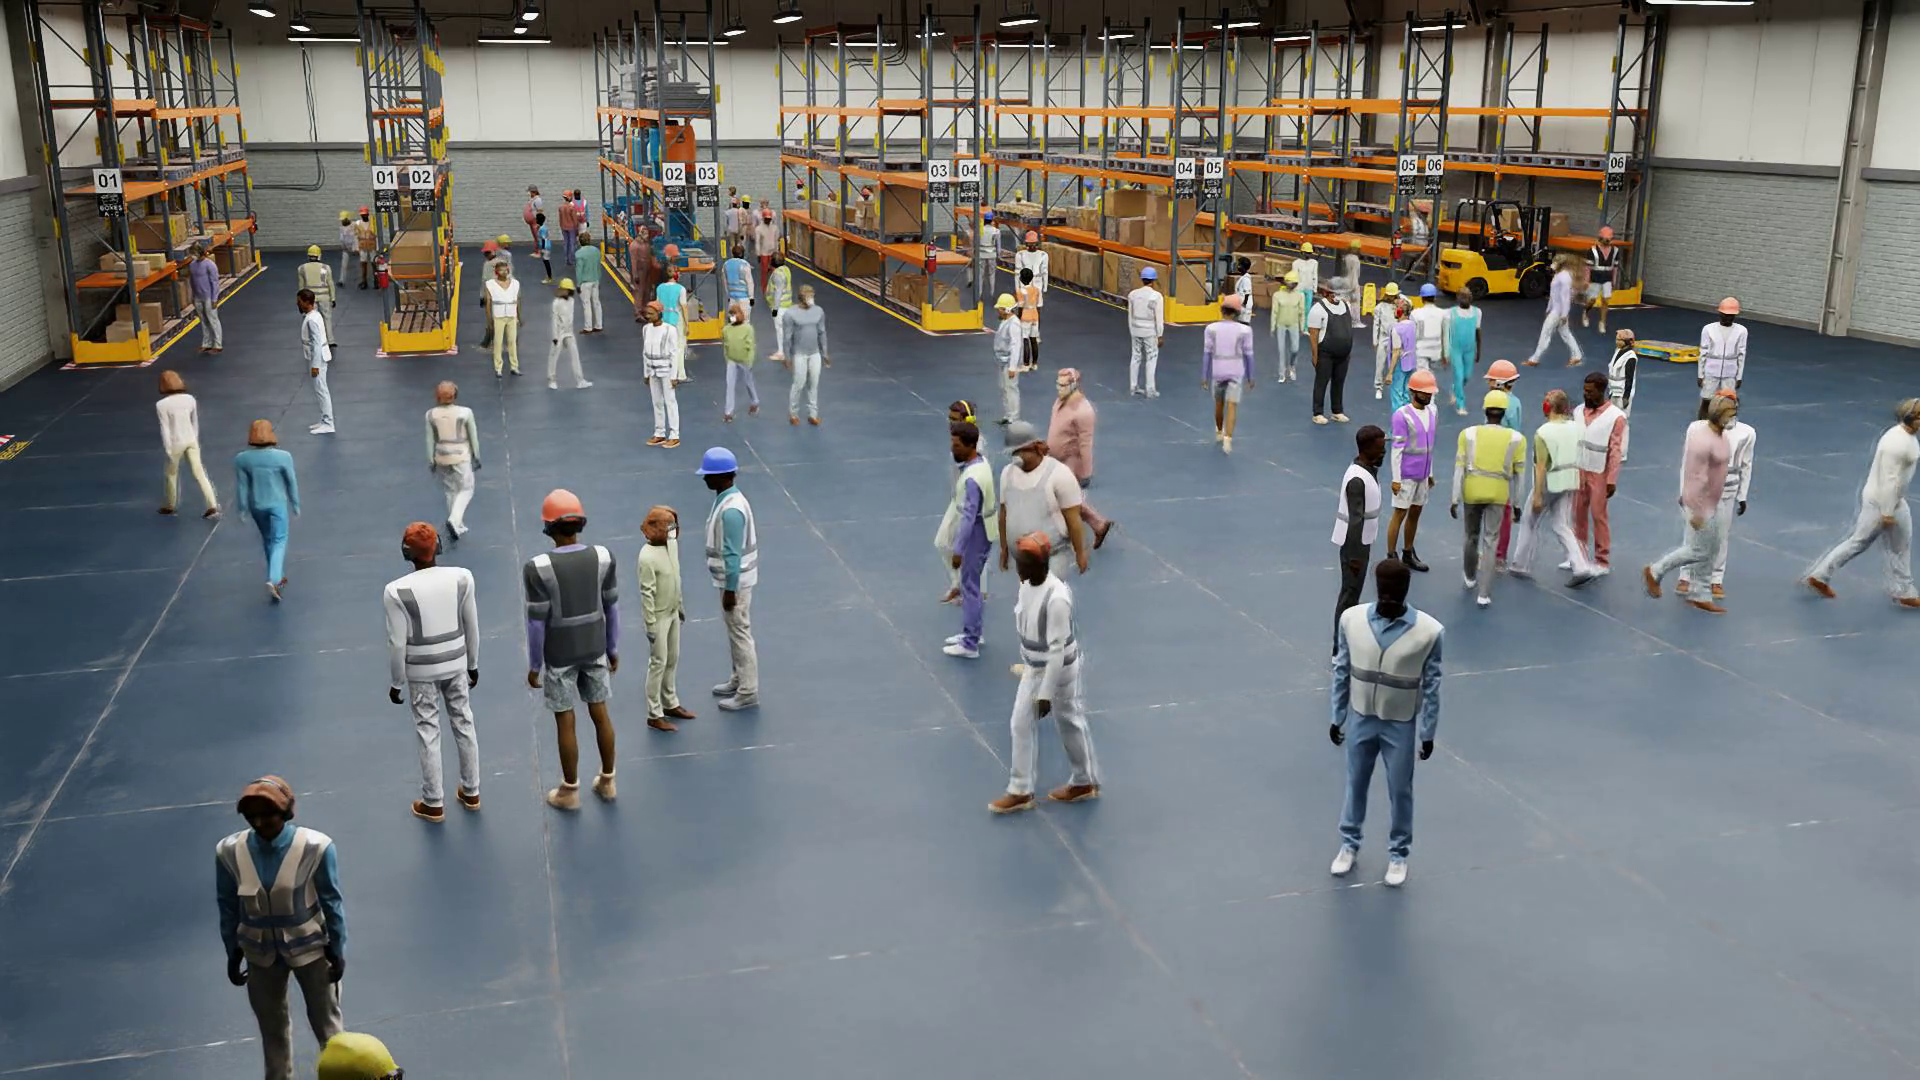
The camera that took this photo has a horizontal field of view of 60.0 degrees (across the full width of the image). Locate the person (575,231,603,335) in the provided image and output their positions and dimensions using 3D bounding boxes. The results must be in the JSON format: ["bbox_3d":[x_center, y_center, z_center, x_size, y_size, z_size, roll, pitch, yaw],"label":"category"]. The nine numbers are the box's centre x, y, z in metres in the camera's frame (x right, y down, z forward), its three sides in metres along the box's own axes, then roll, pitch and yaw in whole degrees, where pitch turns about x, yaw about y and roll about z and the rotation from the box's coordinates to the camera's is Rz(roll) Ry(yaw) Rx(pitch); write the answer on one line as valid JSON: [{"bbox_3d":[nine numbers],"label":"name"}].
[{"bbox_3d":[-7.003,-4.840,31.370,0.365,1.932,0.629,9,17,30],"label":"person"}]

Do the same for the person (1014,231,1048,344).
[{"bbox_3d":[1.292,-4.560,30.092,0.614,2.043,0.374,-1,15,-3],"label":"person"}]

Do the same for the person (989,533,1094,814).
[{"bbox_3d":[0.513,0.823,10.241,0.862,1.824,0.588,-7,17,-25],"label":"person"}]

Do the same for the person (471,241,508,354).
[{"bbox_3d":[-8.204,-4.213,28.949,0.960,1.951,0.653,-14,20,-41],"label":"person"}]

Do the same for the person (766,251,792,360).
[{"bbox_3d":[-3.088,-3.993,28.341,0.429,1.846,0.626,2,15,6],"label":"person"}]

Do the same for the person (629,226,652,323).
[{"bbox_3d":[-6.310,-5.289,33.127,0.401,1.896,0.650,5,16,19],"label":"person"}]

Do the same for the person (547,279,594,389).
[{"bbox_3d":[-6.049,-3.150,25.469,0.751,1.689,0.511,8,17,27],"label":"person"}]

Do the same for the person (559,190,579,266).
[{"bbox_3d":[-10.347,-8.260,44.108,0.612,1.995,0.381,9,17,30],"label":"person"}]

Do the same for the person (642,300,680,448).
[{"bbox_3d":[-3.813,-2.117,21.224,0.583,1.878,0.343,10,18,33],"label":"person"}]

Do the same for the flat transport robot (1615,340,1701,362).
[{"bbox_3d":[12.081,-3.264,28.612,0.652,0.197,1.431,-8,17,-29],"label":"flat transport robot"}]

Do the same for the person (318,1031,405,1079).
[{"bbox_3d":[-1.666,2.265,4.963,0.603,1.753,0.373,-10,18,-32],"label":"person"}]

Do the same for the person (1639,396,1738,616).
[{"bbox_3d":[6.347,-0.309,14.338,0.645,1.922,0.634,13,20,41],"label":"person"}]

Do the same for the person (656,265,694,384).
[{"bbox_3d":[-4.476,-3.362,25.960,0.575,1.843,0.375,8,17,29],"label":"person"}]

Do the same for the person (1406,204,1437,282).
[{"bbox_3d":[11.178,-7.157,40.176,0.551,1.882,1.009,-6,16,-21],"label":"person"}]

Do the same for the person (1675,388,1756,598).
[{"bbox_3d":[6.709,-0.416,14.806,0.573,1.883,0.356,5,16,20],"label":"person"}]

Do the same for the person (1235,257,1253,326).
[{"bbox_3d":[4.913,-4.057,28.861,0.320,1.698,0.531,1,15,2],"label":"person"}]

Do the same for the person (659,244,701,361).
[{"bbox_3d":[-4.771,-4.021,28.216,0.908,1.955,0.630,1,15,5],"label":"person"}]

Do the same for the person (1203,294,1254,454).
[{"bbox_3d":[3.399,-2.114,21.027,0.628,1.973,1.018,6,16,22],"label":"person"}]

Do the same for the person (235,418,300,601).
[{"bbox_3d":[-6.175,-0.280,14.833,0.507,1.604,0.776,-1,15,-5],"label":"person"}]

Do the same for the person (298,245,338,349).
[{"bbox_3d":[-11.389,-4.300,29.518,0.600,1.829,0.404,-2,15,-7],"label":"person"}]

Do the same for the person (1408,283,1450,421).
[{"bbox_3d":[6.433,-2.567,22.876,0.585,1.901,0.957,-4,15,-15],"label":"person"}]

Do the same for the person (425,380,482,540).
[{"bbox_3d":[-5.107,-0.787,16.695,0.511,1.619,0.633,2,15,7],"label":"person"}]

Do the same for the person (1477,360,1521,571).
[{"bbox_3d":[5.058,-0.704,15.674,0.390,1.992,0.624,9,17,30],"label":"person"}]

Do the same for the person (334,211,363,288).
[{"bbox_3d":[-14.336,-6.791,38.976,0.587,1.776,0.955,5,16,18],"label":"person"}]

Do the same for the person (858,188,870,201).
[{"bbox_3d":[-2.745,-9.301,48.318,0.429,1.841,0.636,-7,16,-24],"label":"person"}]

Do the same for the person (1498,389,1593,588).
[{"bbox_3d":[5.433,-0.468,15.169,0.581,1.806,0.892,-10,18,-33],"label":"person"}]

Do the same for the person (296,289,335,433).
[{"bbox_3d":[-8.559,-2.383,22.140,0.373,1.917,0.595,-6,16,-20],"label":"person"}]

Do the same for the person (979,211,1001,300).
[{"bbox_3d":[0.612,-6.275,36.756,0.612,1.943,0.407,3,15,11],"label":"person"}]

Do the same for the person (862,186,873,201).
[{"bbox_3d":[-2.739,-9.547,49.217,0.535,1.860,0.339,11,18,35],"label":"person"}]

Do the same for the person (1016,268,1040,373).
[{"bbox_3d":[1.090,-3.559,26.987,0.322,1.697,0.535,12,19,38],"label":"person"}]

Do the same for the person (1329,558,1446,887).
[{"bbox_3d":[2.407,1.007,9.405,0.599,1.910,0.385,8,17,28],"label":"person"}]

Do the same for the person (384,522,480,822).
[{"bbox_3d":[-3.224,0.802,10.215,0.573,1.887,0.355,-13,19,-39],"label":"person"}]

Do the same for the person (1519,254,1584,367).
[{"bbox_3d":[9.885,-3.774,27.446,1.033,1.890,0.651,3,15,12],"label":"person"}]

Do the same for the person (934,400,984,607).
[{"bbox_3d":[-0.003,-0.303,14.439,0.544,1.849,0.567,-9,17,-30],"label":"person"}]

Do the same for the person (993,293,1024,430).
[{"bbox_3d":[0.647,-2.399,22.363,0.404,1.829,0.600,-3,15,-10],"label":"person"}]

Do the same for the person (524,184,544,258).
[{"bbox_3d":[-11.906,-8.923,46.512,0.536,2.000,0.682,-7,17,-26],"label":"person"}]

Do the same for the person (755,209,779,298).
[{"bbox_3d":[-4.262,-6.366,37.019,0.663,1.977,0.532,-13,19,-39],"label":"person"}]

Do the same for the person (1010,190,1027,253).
[{"bbox_3d":[1.682,-9.221,48.114,0.583,1.800,0.886,-4,15,-16],"label":"person"}]

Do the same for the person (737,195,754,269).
[{"bbox_3d":[-5.578,-8.012,43.309,0.381,1.923,0.592,4,15,14],"label":"person"}]

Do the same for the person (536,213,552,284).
[{"bbox_3d":[-9.995,-7.006,39.977,0.325,1.687,0.531,-4,15,-15],"label":"person"}]
